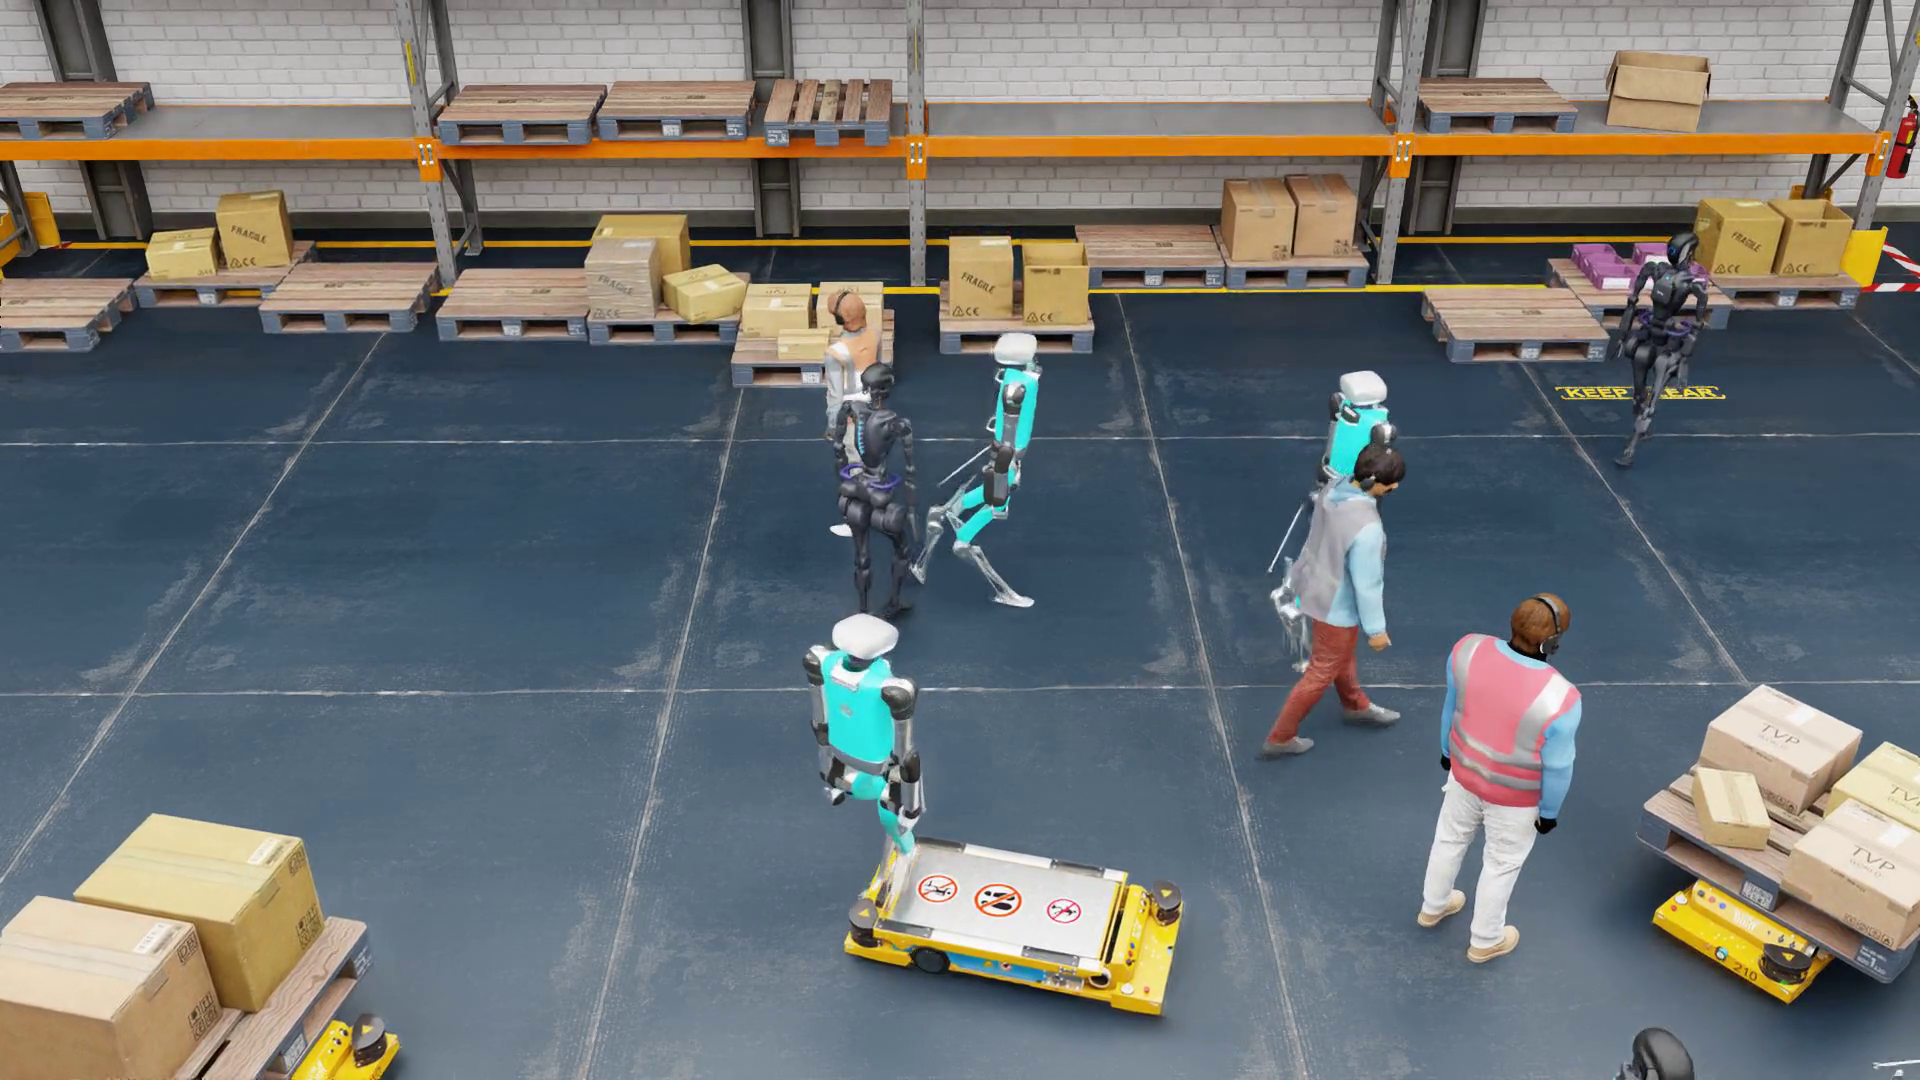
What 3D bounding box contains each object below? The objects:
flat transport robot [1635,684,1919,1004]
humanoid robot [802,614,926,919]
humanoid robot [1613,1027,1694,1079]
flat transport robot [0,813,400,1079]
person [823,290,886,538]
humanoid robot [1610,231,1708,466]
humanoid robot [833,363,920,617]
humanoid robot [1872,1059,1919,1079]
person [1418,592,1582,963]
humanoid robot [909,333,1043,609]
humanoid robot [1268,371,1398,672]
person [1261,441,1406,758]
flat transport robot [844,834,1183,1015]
[{"bbox_3d":[3.931,1.586,7.770,1.431,0.231,0.659,-23,38,-33],"label":"flat transport robot"},{"bbox_3d":[-0.282,1.005,7.327,0.545,1.796,0.764,18,36,28],"label":"humanoid robot"},{"bbox_3d":[2.081,2.179,5.451,0.589,1.650,0.501,-9,32,-15],"label":"humanoid robot"},{"bbox_3d":[-3.125,2.152,6.828,1.431,0.231,0.659,7,32,11],"label":"flat transport robot"},{"bbox_3d":[-0.657,-0.777,10.373,0.309,1.636,0.522,19,36,29],"label":"person"},{"bbox_3d":[4.665,-1.299,11.223,0.696,1.632,0.589,-22,37,-32],"label":"humanoid robot"},{"bbox_3d":[-0.483,-0.252,9.472,0.606,1.652,0.343,18,35,27],"label":"humanoid robot"},{"bbox_3d":[3.420,1.951,5.764,0.884,1.785,0.565,19,36,28],"label":"humanoid robot"},{"bbox_3d":[2.342,1.020,7.202,0.431,1.836,0.629,-23,38,-33],"label":"person"},{"bbox_3d":[0.000,-0.373,9.644,0.906,1.812,0.536,7,32,11],"label":"humanoid robot"},{"bbox_3d":[1.932,-0.016,9.083,0.654,1.858,0.543,-10,33,-17],"label":"humanoid robot"},{"bbox_3d":[1.946,0.302,8.390,0.818,1.829,0.604,-4,31,-7],"label":"person"},{"bbox_3d":[0.254,1.724,7.541,1.431,0.231,0.659,8,32,13],"label":"flat transport robot"}]
